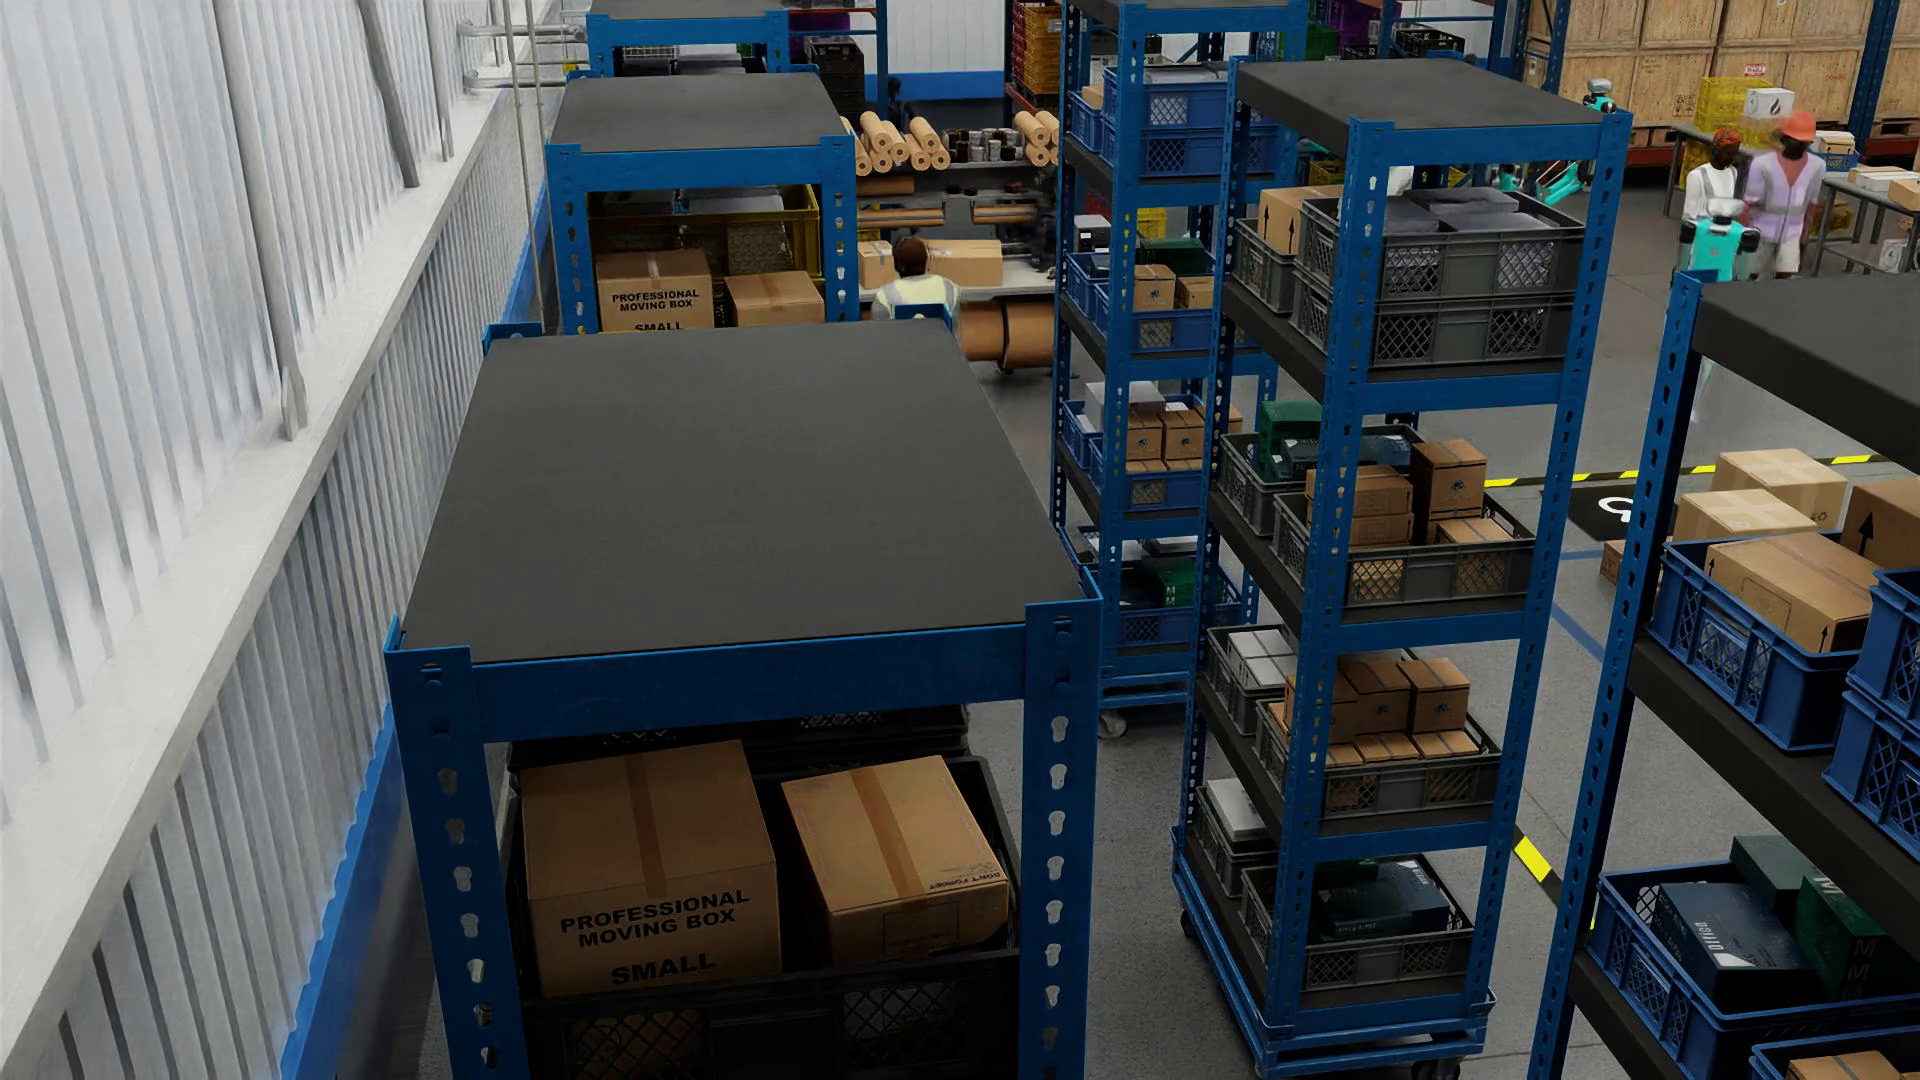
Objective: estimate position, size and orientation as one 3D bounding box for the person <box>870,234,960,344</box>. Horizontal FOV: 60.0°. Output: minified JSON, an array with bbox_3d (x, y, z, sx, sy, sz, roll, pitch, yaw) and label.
[{"bbox_3d":[-0.316,-1.073,10.765,0.628,1.823,0.465,-16,29,-31],"label":"person"}]

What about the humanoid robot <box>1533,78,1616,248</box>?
[{"bbox_3d":[5.983,-3.687,16.437,0.741,1.691,0.533,-2,25,-4],"label":"humanoid robot"}]

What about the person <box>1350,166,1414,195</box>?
[{"bbox_3d":[3.422,-2.491,13.706,0.606,1.947,0.387,6,25,13],"label":"person"}]

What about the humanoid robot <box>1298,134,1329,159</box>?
[{"bbox_3d":[3.950,-4.541,18.447,0.750,1.797,0.534,-2,25,-4],"label":"humanoid robot"}]

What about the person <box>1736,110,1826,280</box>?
[{"bbox_3d":[6.781,-2.606,13.898,0.609,2.004,0.954,3,25,7],"label":"person"}]

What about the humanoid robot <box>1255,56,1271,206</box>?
[{"bbox_3d":[3.437,-4.565,18.550,0.443,1.639,0.609,-7,25,-14],"label":"humanoid robot"}]

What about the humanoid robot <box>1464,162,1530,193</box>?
[{"bbox_3d":[5.235,-3.547,16.230,0.555,1.744,0.945,-9,26,-19],"label":"humanoid robot"}]

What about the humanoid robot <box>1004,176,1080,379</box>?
[{"bbox_3d":[0.642,-2.077,13.154,0.634,1.637,0.584,8,26,17],"label":"humanoid robot"}]

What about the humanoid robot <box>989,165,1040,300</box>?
[{"bbox_3d":[0.528,-2.647,14.414,0.610,1.635,0.723,-12,27,-25],"label":"humanoid robot"}]

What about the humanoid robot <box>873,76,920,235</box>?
[{"bbox_3d":[-0.636,-3.977,17.324,0.590,1.652,0.733,-21,32,-37],"label":"humanoid robot"}]

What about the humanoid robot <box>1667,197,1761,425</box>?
[{"bbox_3d":[5.491,-1.684,12.238,0.565,1.791,0.795,14,28,28],"label":"humanoid robot"}]

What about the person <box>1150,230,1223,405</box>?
[{"bbox_3d":[1.471,-1.101,10.803,0.587,1.847,0.396,-1,25,-3],"label":"person"}]

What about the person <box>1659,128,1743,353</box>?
[{"bbox_3d":[6.091,-2.421,13.626,0.573,1.887,0.355,-16,29,-31],"label":"person"}]

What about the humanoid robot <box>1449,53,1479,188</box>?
[{"bbox_3d":[5.648,-4.667,18.773,0.609,1.635,0.636,1,25,2],"label":"humanoid robot"}]

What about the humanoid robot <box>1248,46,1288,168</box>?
[{"bbox_3d":[3.440,-4.637,18.648,0.659,1.823,0.535,-12,27,-24],"label":"humanoid robot"}]

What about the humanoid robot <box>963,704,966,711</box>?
[{"bbox_3d":[-0.194,0.529,7.471,0.610,1.645,0.469,15,29,30],"label":"humanoid robot"}]
